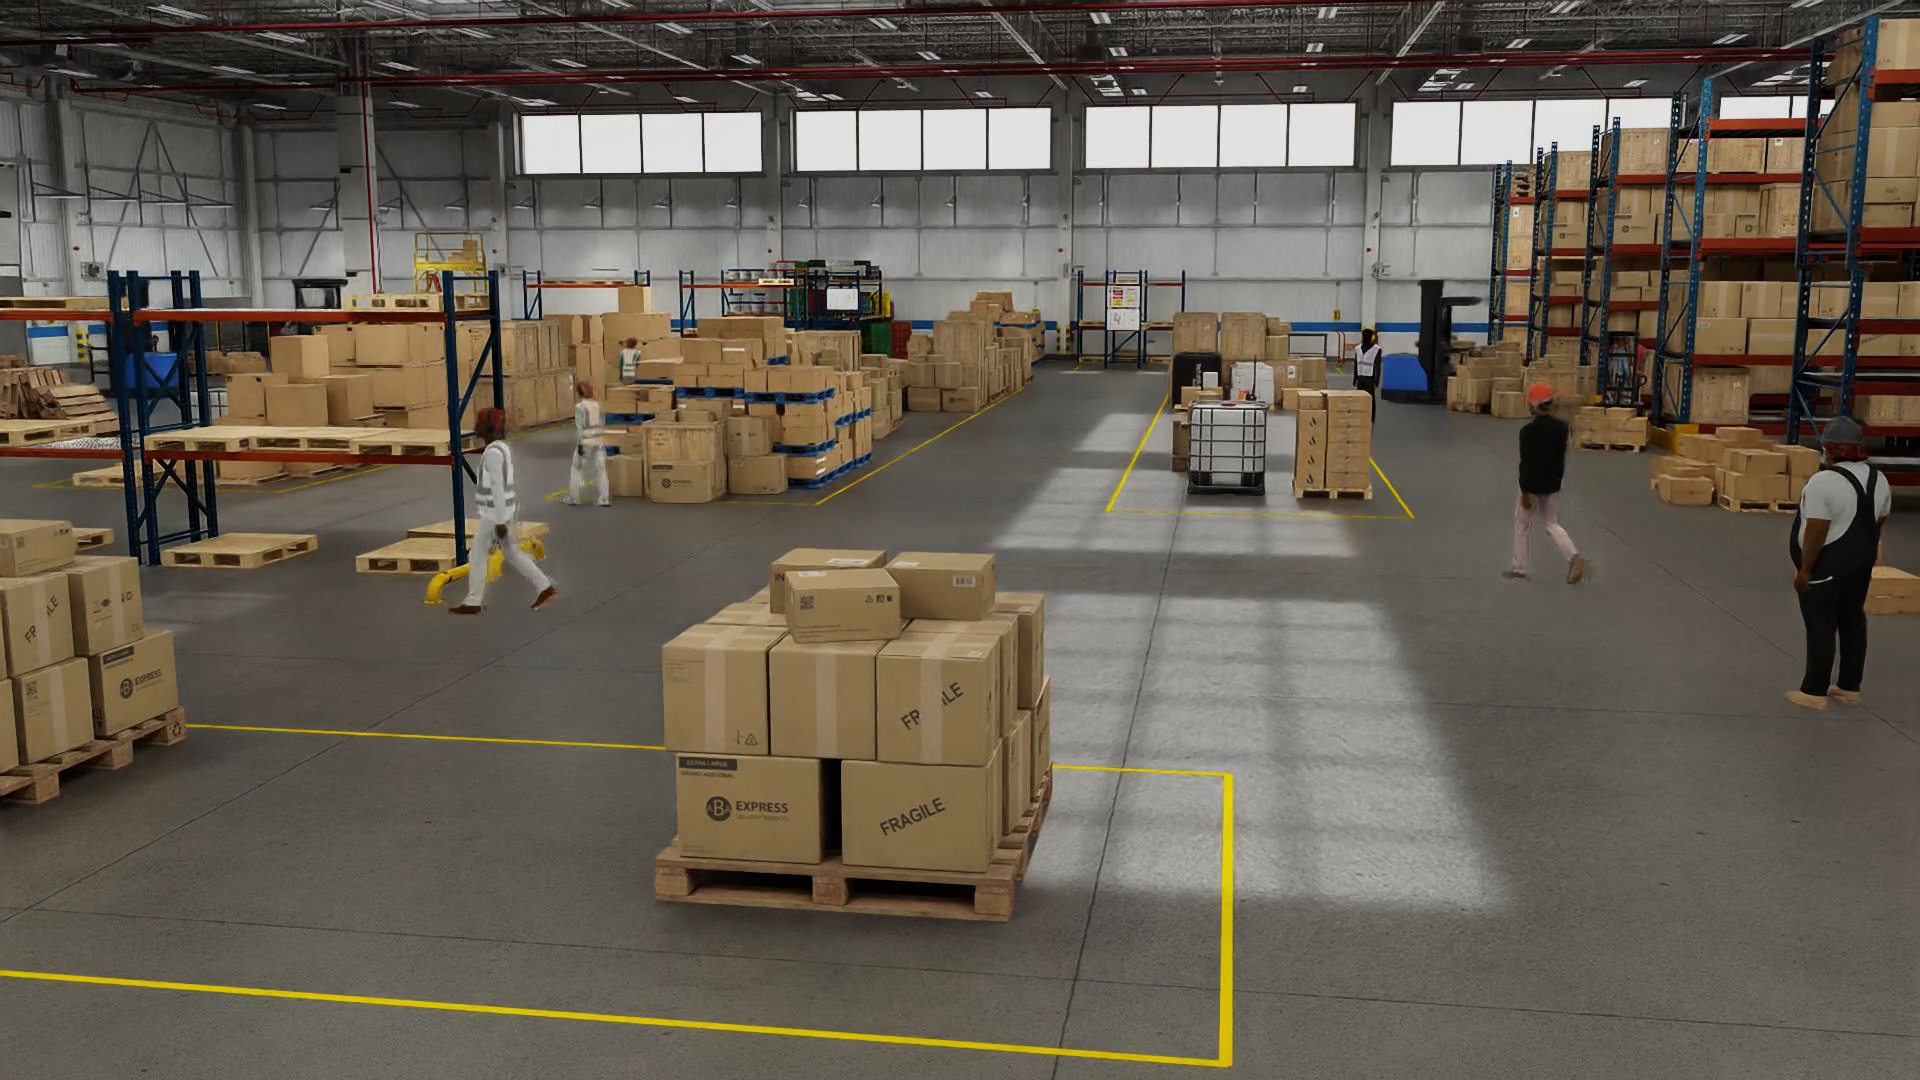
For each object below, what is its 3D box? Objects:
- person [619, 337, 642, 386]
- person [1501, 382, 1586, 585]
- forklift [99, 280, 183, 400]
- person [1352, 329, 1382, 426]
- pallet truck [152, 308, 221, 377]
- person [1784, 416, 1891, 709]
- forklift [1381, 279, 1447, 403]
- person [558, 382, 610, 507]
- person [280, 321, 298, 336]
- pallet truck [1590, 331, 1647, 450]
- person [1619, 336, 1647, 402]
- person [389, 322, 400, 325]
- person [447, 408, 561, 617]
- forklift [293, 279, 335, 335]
[{"bbox_3d":[-6.972,-3.494,35.308,0.530,1.623,0.372,2,9,13],"label":"person"},{"bbox_3d":[5.635,-0.529,15.984,0.617,1.967,0.818,-4,10,-23],"label":"person"},{"bbox_3d":[-19.310,-4.713,38.979,1.873,2.768,1.129,1,9,9],"label":"forklift"},{"bbox_3d":[7.949,-3.168,32.454,0.389,1.910,0.590,-8,12,-40],"label":"person"},{"bbox_3d":[-21.869,-5.598,47.154,0.823,1.965,1.885,4,10,26],"label":"pallet truck"},{"bbox_3d":[6.057,0.147,11.592,0.688,2.000,0.536,-4,10,-21],"label":"person"},{"bbox_3d":[10.726,-4.562,38.051,1.873,2.768,1.129,5,10,27],"label":"forklift"},{"bbox_3d":[-4.844,-1.230,21.405,0.778,1.604,0.539,4,10,25],"label":"person"},{"bbox_3d":[-17.021,-4.755,42.291,0.637,1.889,1.009,2,9,10],"label":"person"},{"bbox_3d":[11.253,-2.573,28.499,0.823,1.965,1.885,5,10,27],"label":"pallet truck"},{"bbox_3d":[13.046,-3.122,32.365,0.624,1.844,0.430,-5,11,-29],"label":"person"},{"bbox_3d":[-13.423,-4.350,39.715,0.572,1.914,0.590,-2,9,-10],"label":"person"},{"bbox_3d":[-4.021,-0.247,14.605,0.940,1.850,0.579,-1,9,-8],"label":"person"},{"bbox_3d":[-16.288,-5.218,42.099,1.129,2.768,1.873,-7,12,-37],"label":"forklift"}]
